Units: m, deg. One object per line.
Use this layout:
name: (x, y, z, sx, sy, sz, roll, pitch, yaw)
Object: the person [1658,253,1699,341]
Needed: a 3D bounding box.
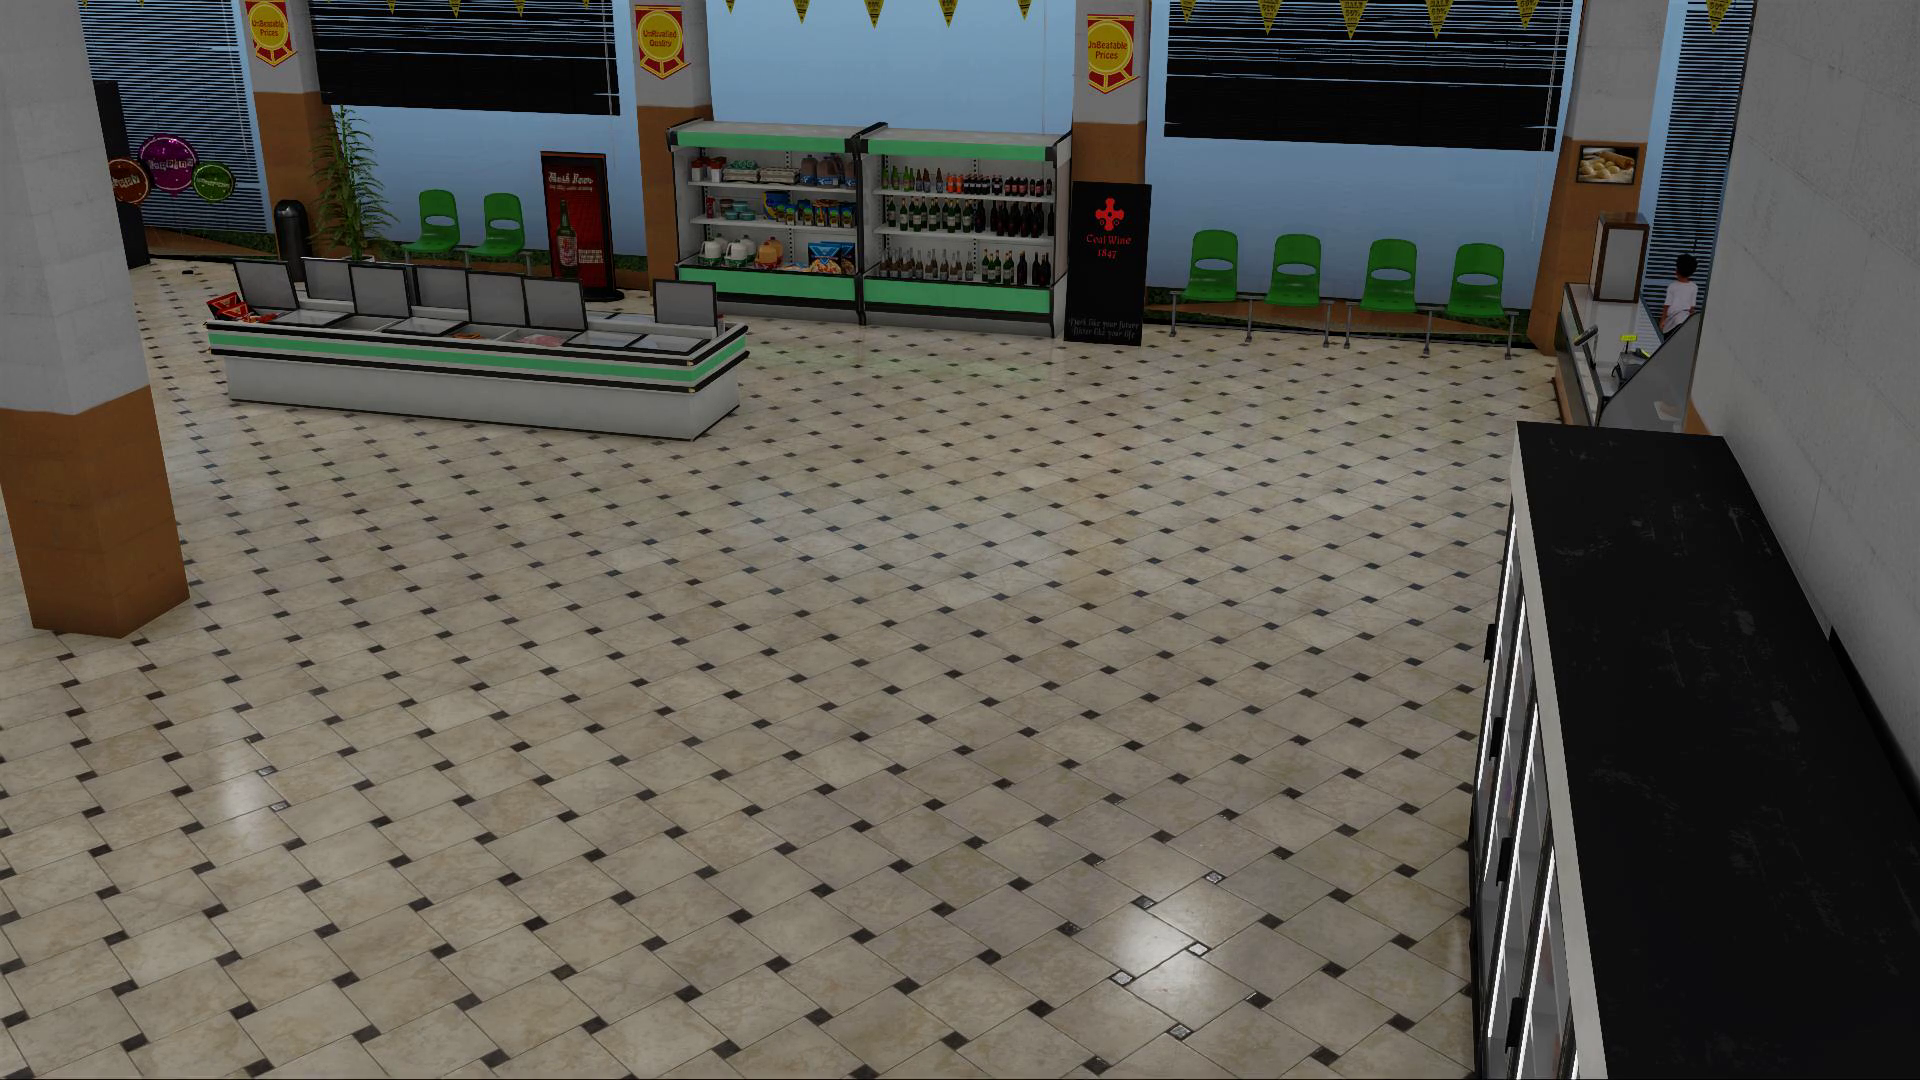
person: (7.100, -2.203, 16.450, 0.523, 1.262, 0.613, -2, 22, -4)
